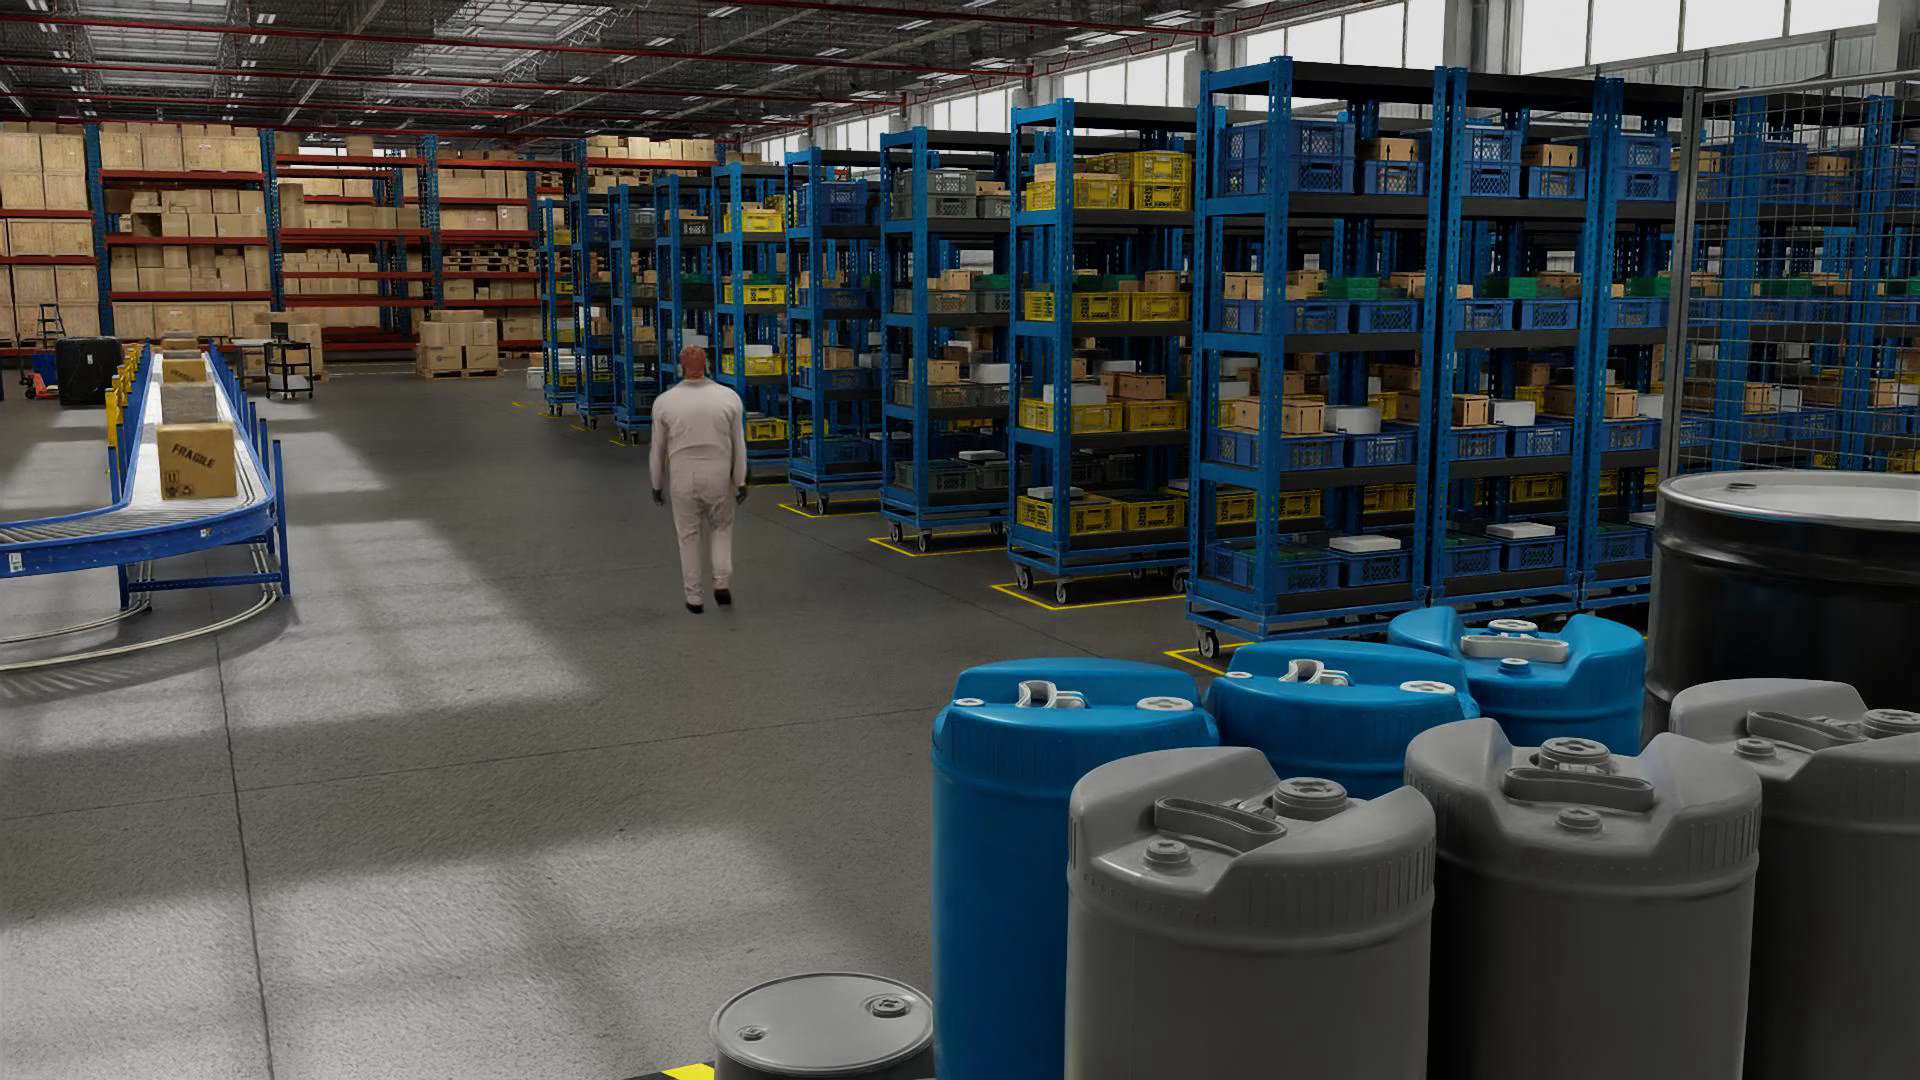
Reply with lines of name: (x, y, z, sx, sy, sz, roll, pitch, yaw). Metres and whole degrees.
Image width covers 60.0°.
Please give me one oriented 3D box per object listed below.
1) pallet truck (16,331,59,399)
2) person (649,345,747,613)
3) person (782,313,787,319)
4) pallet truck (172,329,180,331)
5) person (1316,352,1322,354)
pallet truck: (-17.082, -3.353, 31.781, 1.630, 1.274, 0.653, -4, 10, -25)
person: (-1.858, -0.427, 11.766, 0.680, 1.893, 0.457, -2, 9, -13)
person: (-4.633, -5.969, 45.917, 0.607, 1.987, 0.416, -6, 11, -31)
pallet truck: (-17.275, -3.851, 35.096, 1.601, 1.201, 0.680, 0, 9, 1)
person: (4.821, -2.068, 22.250, 0.573, 1.811, 0.899, -2, 9, -13)
